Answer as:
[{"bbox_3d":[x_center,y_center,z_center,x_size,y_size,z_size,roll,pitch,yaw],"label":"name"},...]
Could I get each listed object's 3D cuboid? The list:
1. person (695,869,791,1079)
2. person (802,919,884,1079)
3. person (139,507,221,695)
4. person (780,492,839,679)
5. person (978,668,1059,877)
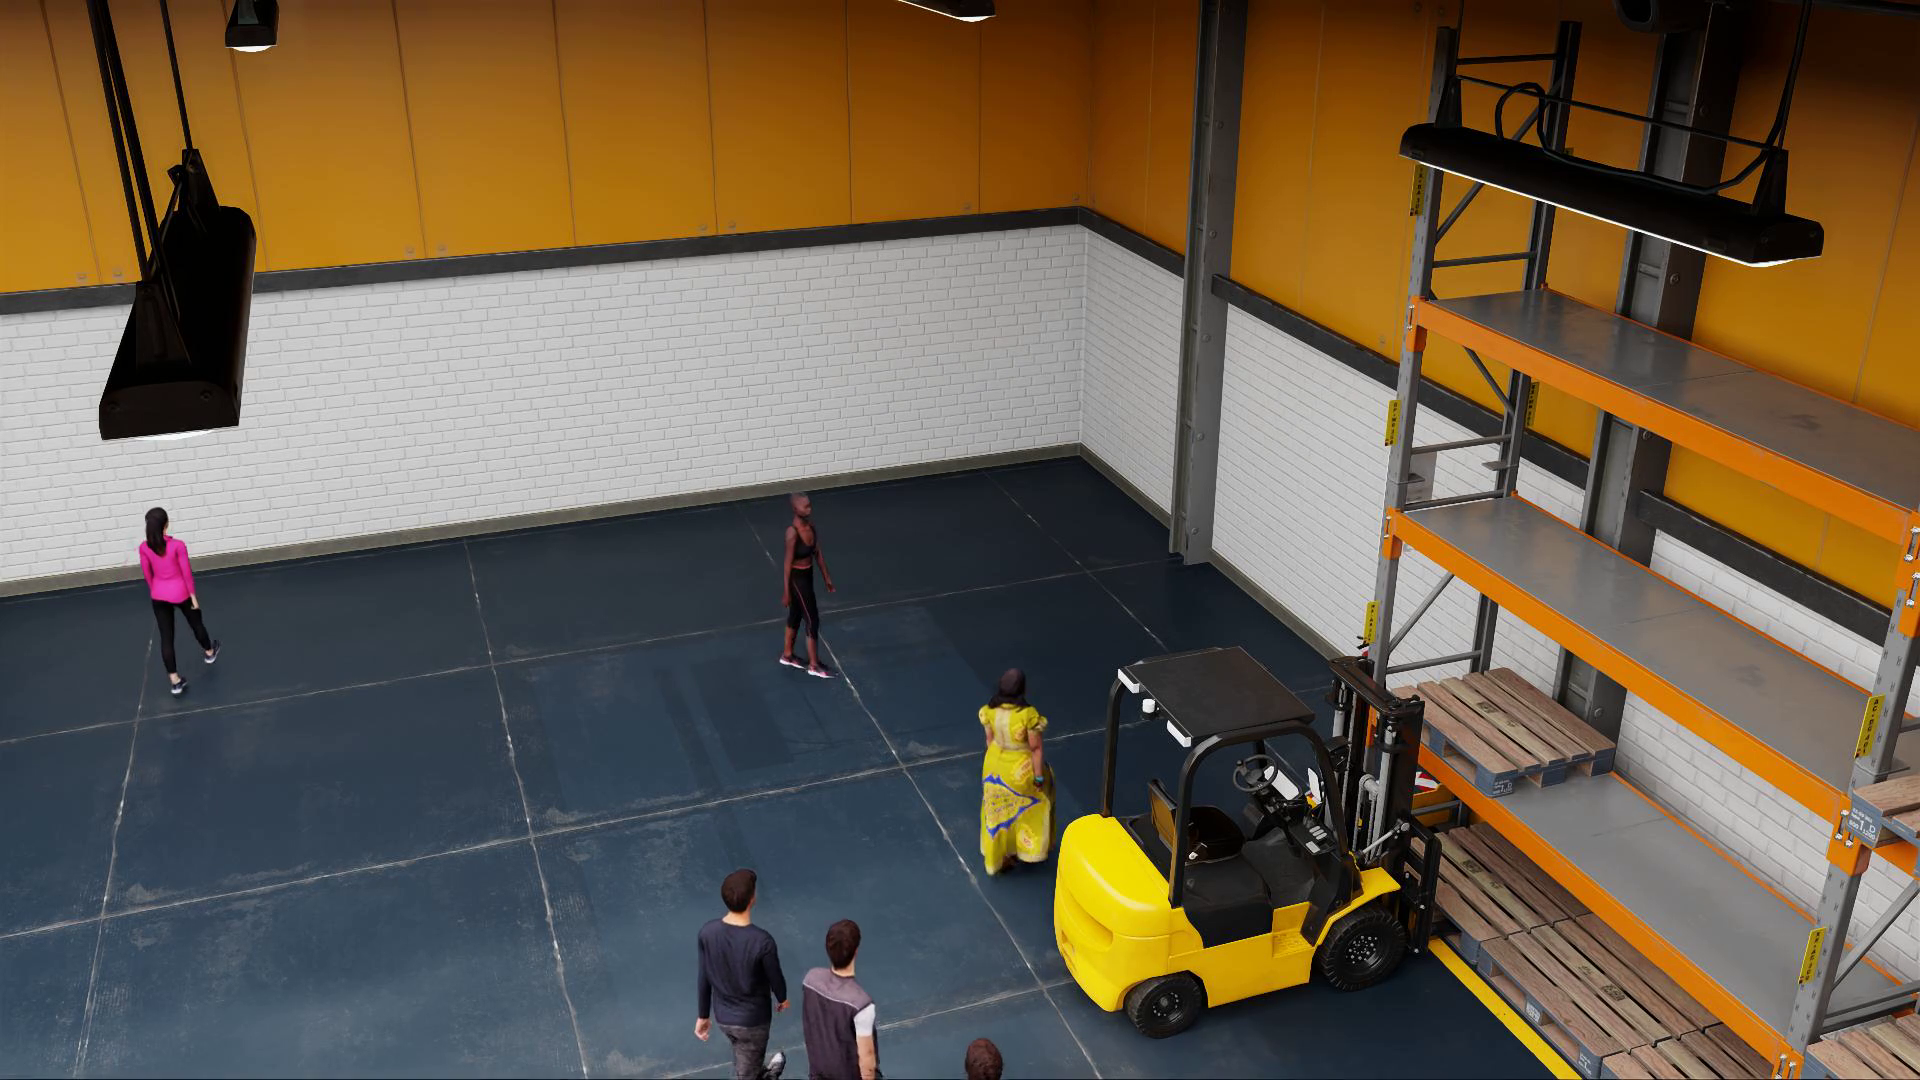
[{"bbox_3d":[-1.264,2.770,9.367,1.116,1.828,1.180,10,26,22],"label":"person"},{"bbox_3d":[-0.698,2.933,9.001,0.939,1.824,0.979,14,27,28],"label":"person"},{"bbox_3d":[-6.968,0.551,14.642,0.768,1.669,1.082,-2,24,-5],"label":"person"},{"bbox_3d":[-1.525,0.367,14.972,0.940,1.742,0.910,7,25,16],"label":"person"},{"bbox_3d":[0.350,1.721,11.998,1.026,1.644,1.075,12,26,26],"label":"person"}]
